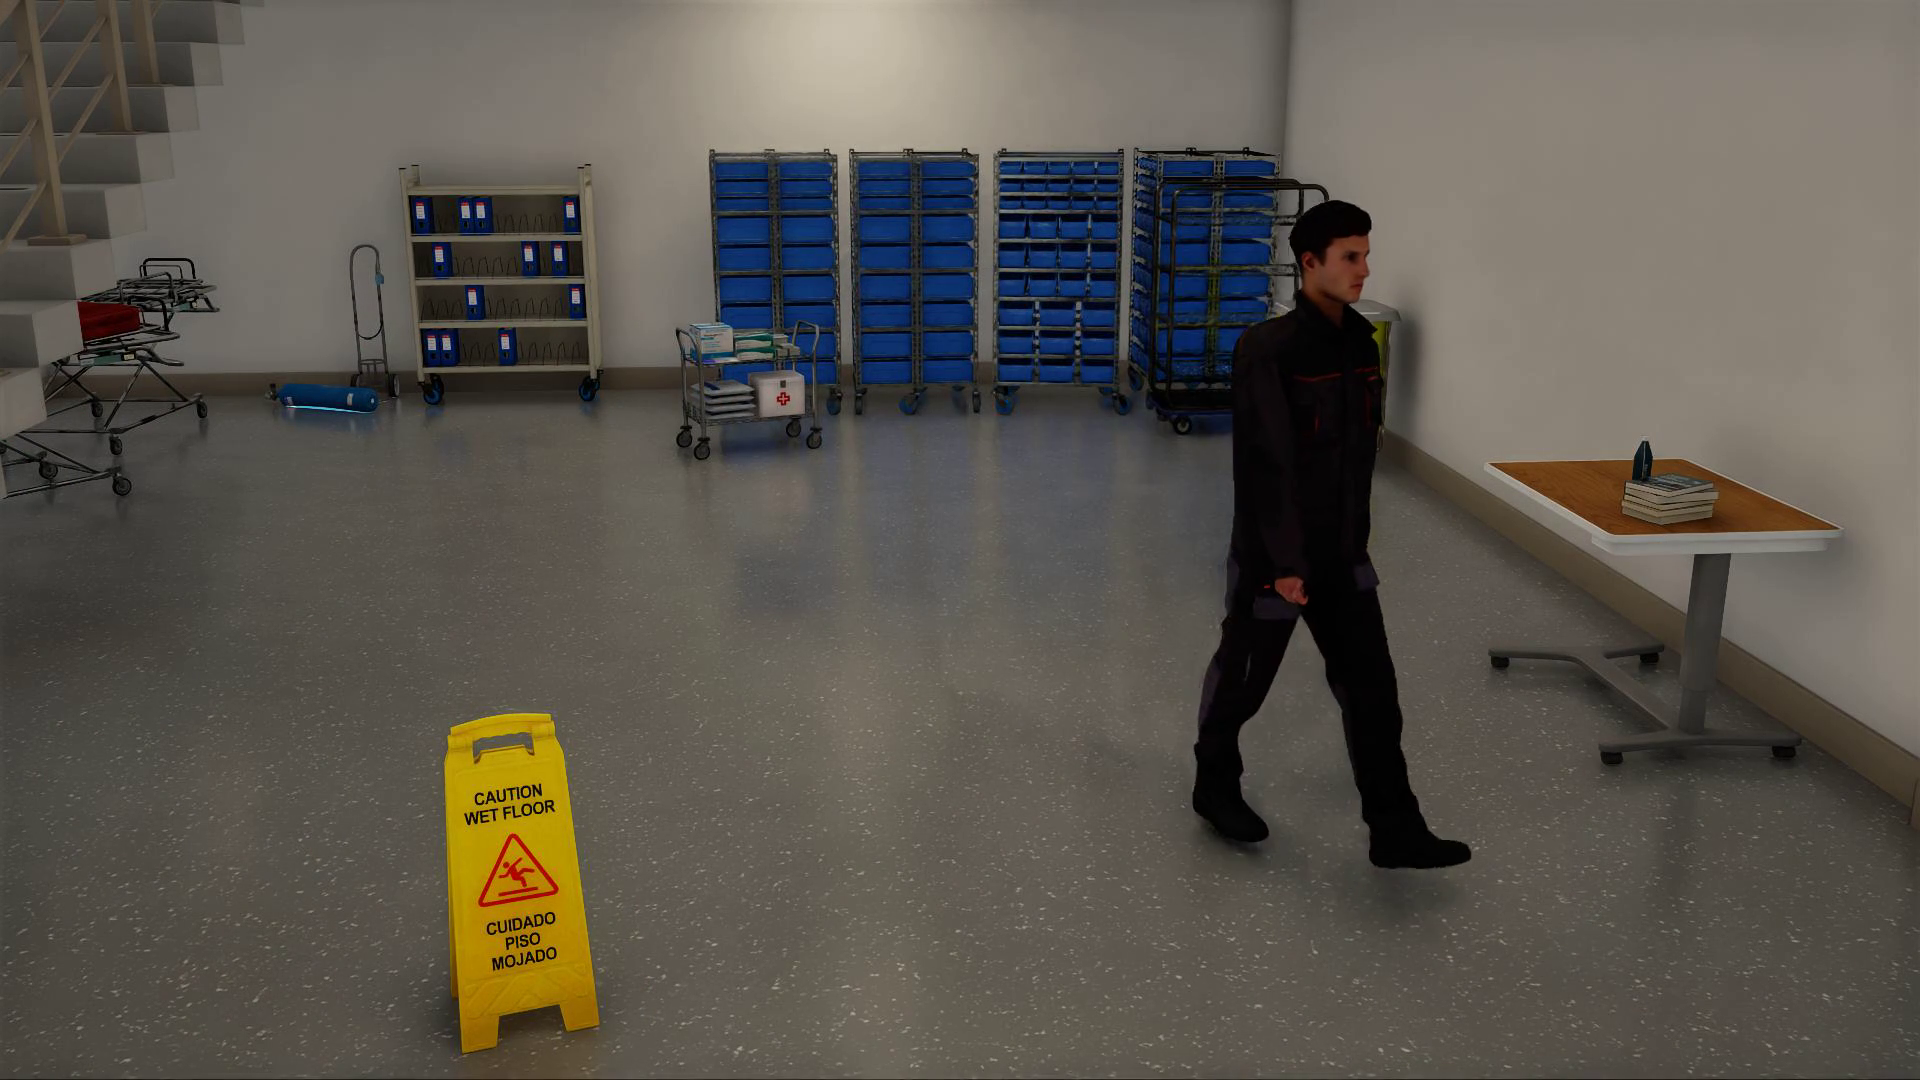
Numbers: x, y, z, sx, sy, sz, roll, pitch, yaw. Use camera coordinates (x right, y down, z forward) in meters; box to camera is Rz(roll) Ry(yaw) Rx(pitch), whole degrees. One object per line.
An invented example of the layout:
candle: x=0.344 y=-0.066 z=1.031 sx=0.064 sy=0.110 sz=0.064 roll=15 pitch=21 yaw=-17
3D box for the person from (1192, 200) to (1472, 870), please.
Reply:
person: x=0.905 y=0.003 z=4.825 sx=1.070 sy=1.908 sz=1.270 roll=-10 pitch=19 yaw=-32
